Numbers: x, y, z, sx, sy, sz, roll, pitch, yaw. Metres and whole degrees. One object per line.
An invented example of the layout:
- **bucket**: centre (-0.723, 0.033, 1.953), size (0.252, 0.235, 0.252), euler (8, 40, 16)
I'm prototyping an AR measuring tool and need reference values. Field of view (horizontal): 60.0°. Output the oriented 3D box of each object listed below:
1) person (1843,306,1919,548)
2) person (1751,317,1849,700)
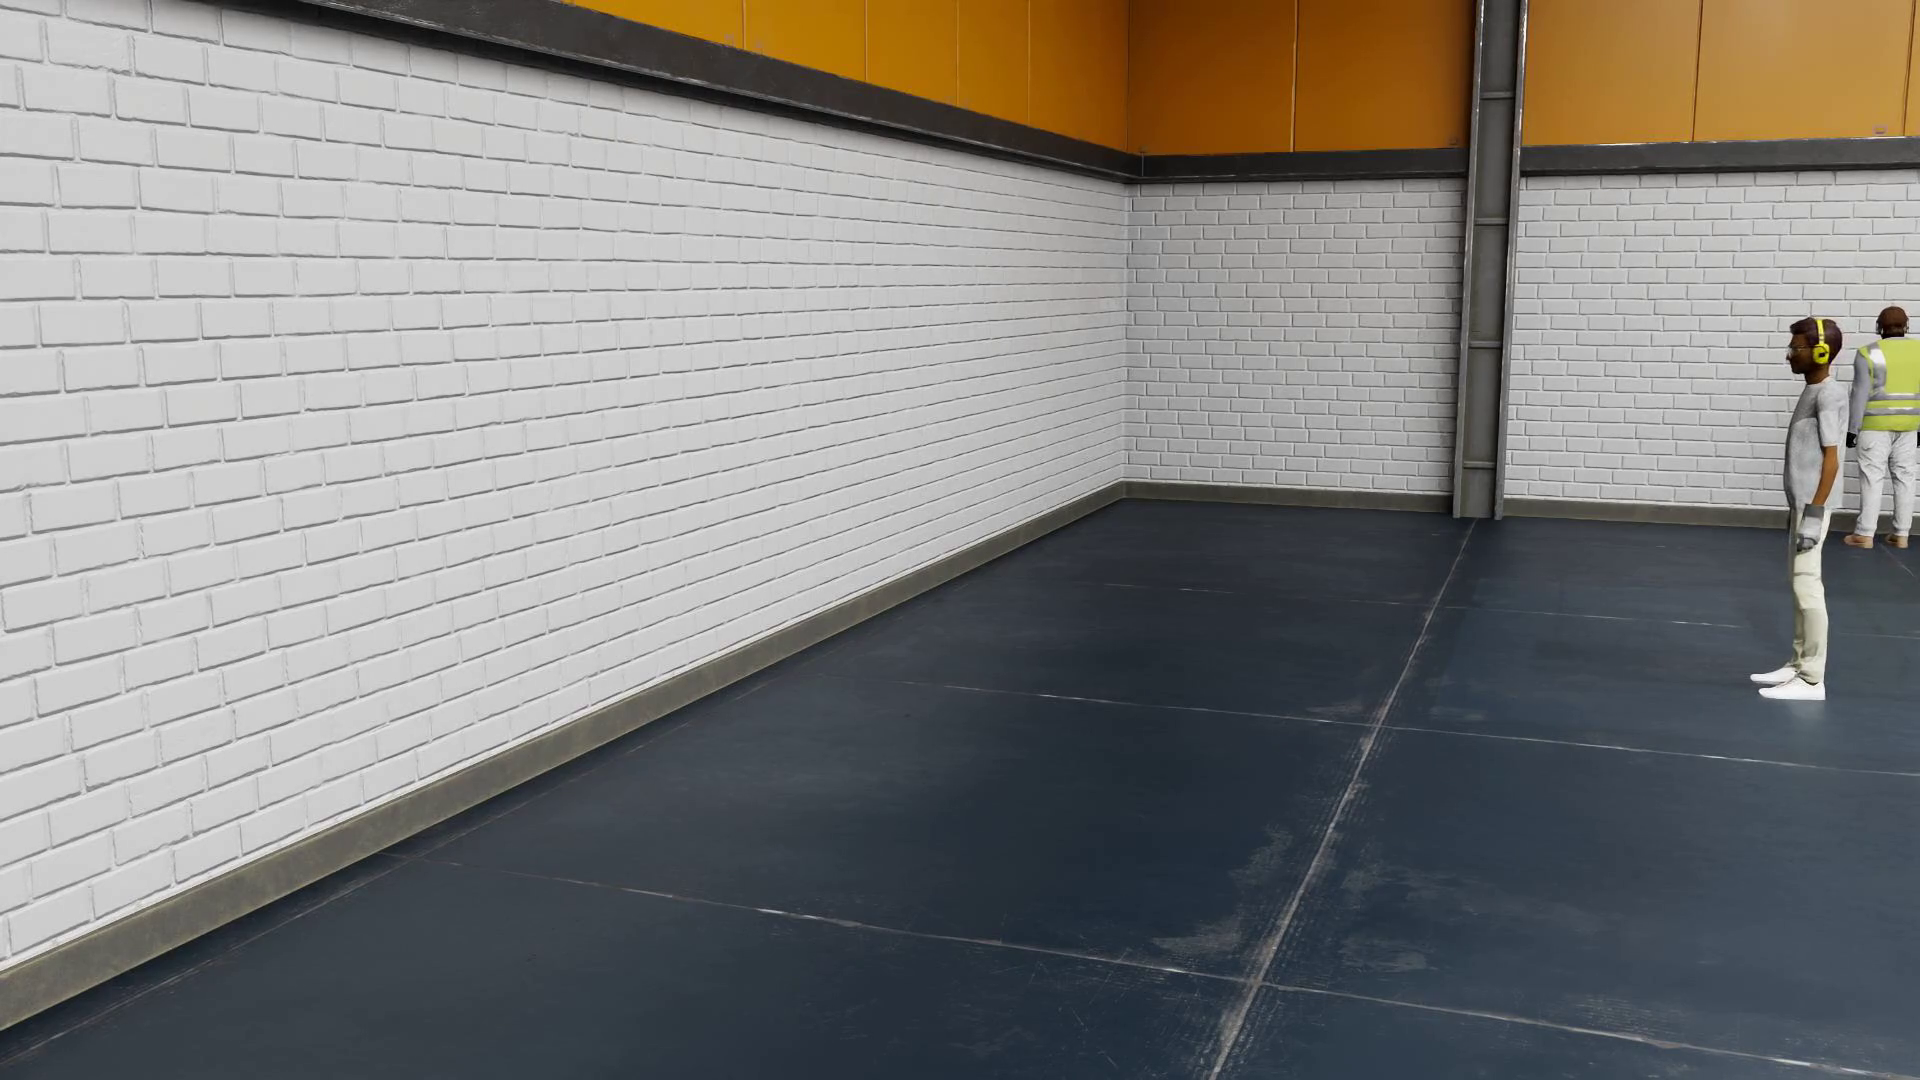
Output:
- **person**: centre (7.031, -0.849, 12.631), size (0.619, 1.839, 0.430), euler (0, 9, 0)
- **person**: centre (4.129, -0.149, 8.138), size (0.317, 1.867, 0.531), euler (3, 10, 19)
